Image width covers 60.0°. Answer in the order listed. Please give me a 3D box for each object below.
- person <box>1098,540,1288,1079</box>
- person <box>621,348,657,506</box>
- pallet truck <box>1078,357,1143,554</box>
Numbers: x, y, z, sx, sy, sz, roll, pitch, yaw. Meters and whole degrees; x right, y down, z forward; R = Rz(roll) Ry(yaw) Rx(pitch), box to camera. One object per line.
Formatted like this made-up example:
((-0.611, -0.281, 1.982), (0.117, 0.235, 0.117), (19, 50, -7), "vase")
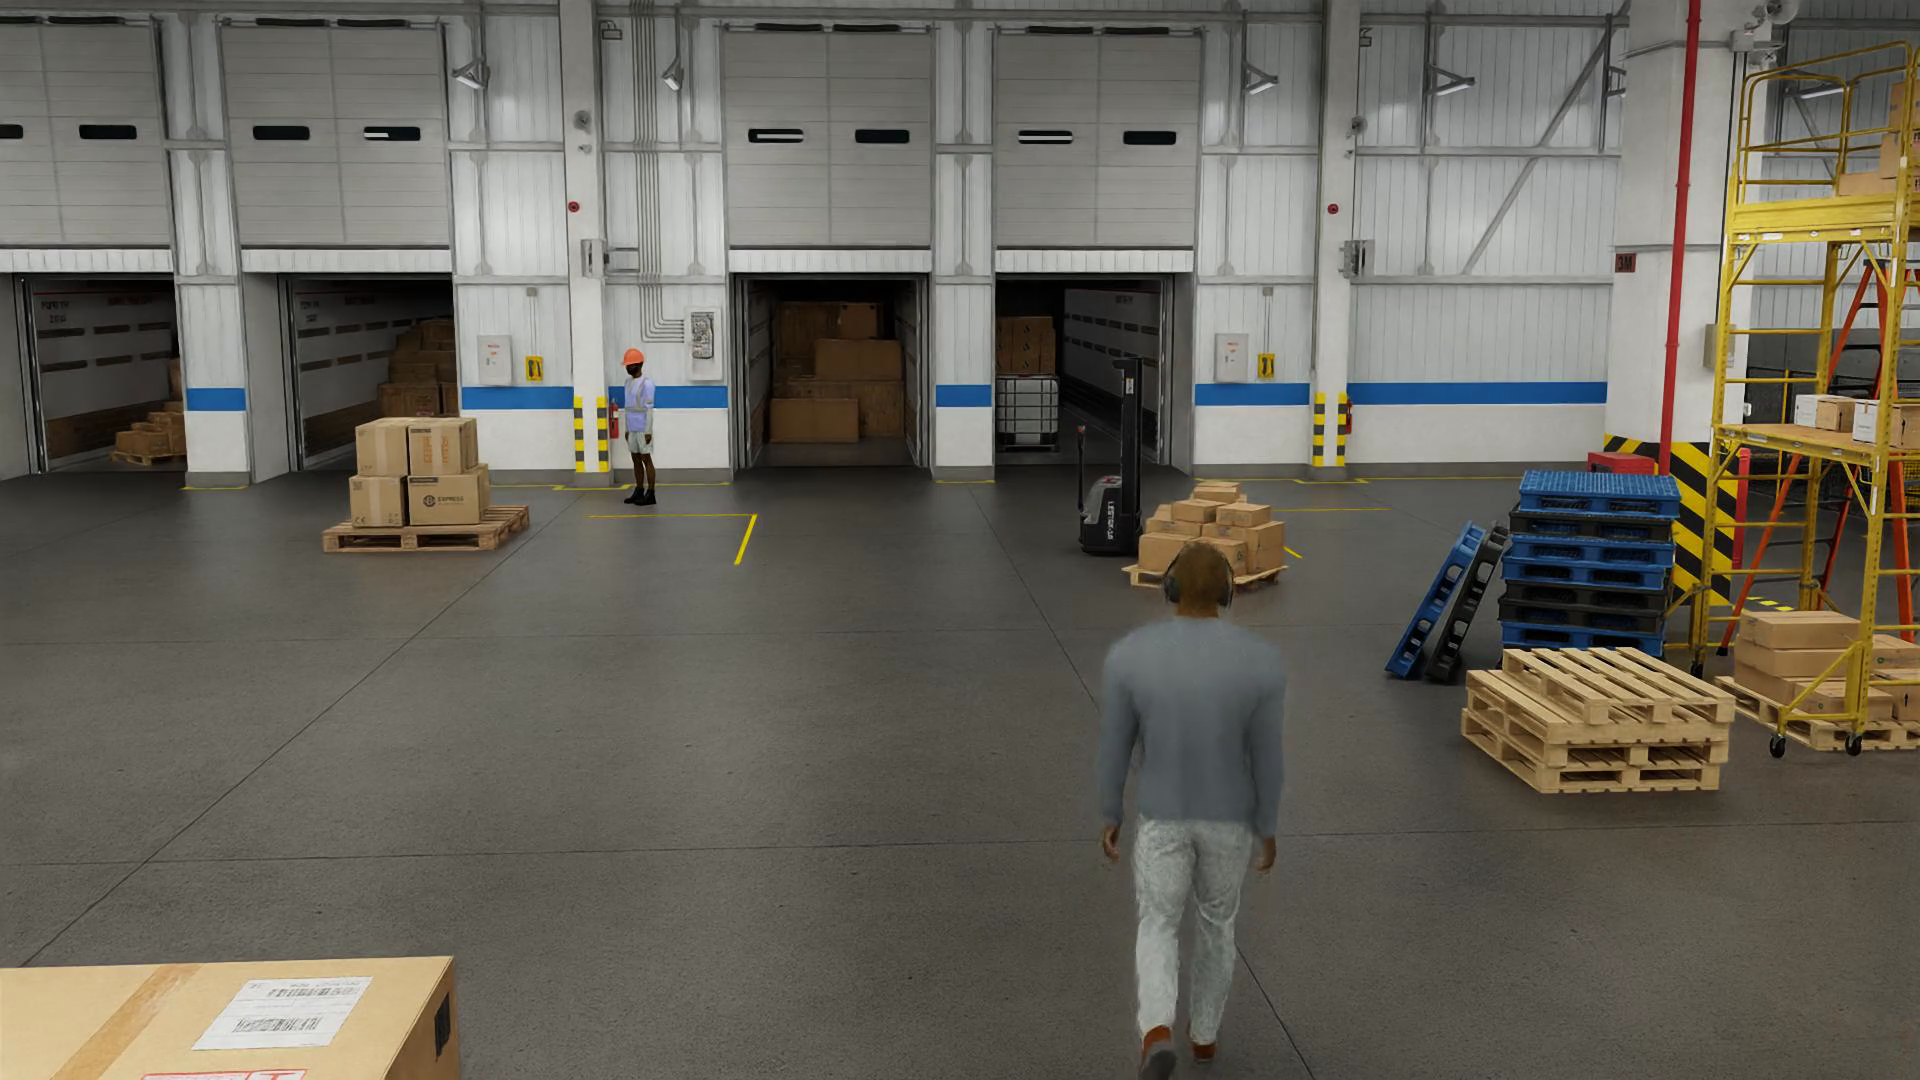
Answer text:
((0.790, 0.970, 5.698), (0.647, 1.914, 0.760), (1, 9, 8), "person")
((-3.964, -1.385, 20.427), (0.389, 1.930, 0.543), (-9, 13, -43), "person")
((2.088, -0.836, 16.757), (1.885, 1.965, 0.823), (2, 9, 13), "pallet truck")
